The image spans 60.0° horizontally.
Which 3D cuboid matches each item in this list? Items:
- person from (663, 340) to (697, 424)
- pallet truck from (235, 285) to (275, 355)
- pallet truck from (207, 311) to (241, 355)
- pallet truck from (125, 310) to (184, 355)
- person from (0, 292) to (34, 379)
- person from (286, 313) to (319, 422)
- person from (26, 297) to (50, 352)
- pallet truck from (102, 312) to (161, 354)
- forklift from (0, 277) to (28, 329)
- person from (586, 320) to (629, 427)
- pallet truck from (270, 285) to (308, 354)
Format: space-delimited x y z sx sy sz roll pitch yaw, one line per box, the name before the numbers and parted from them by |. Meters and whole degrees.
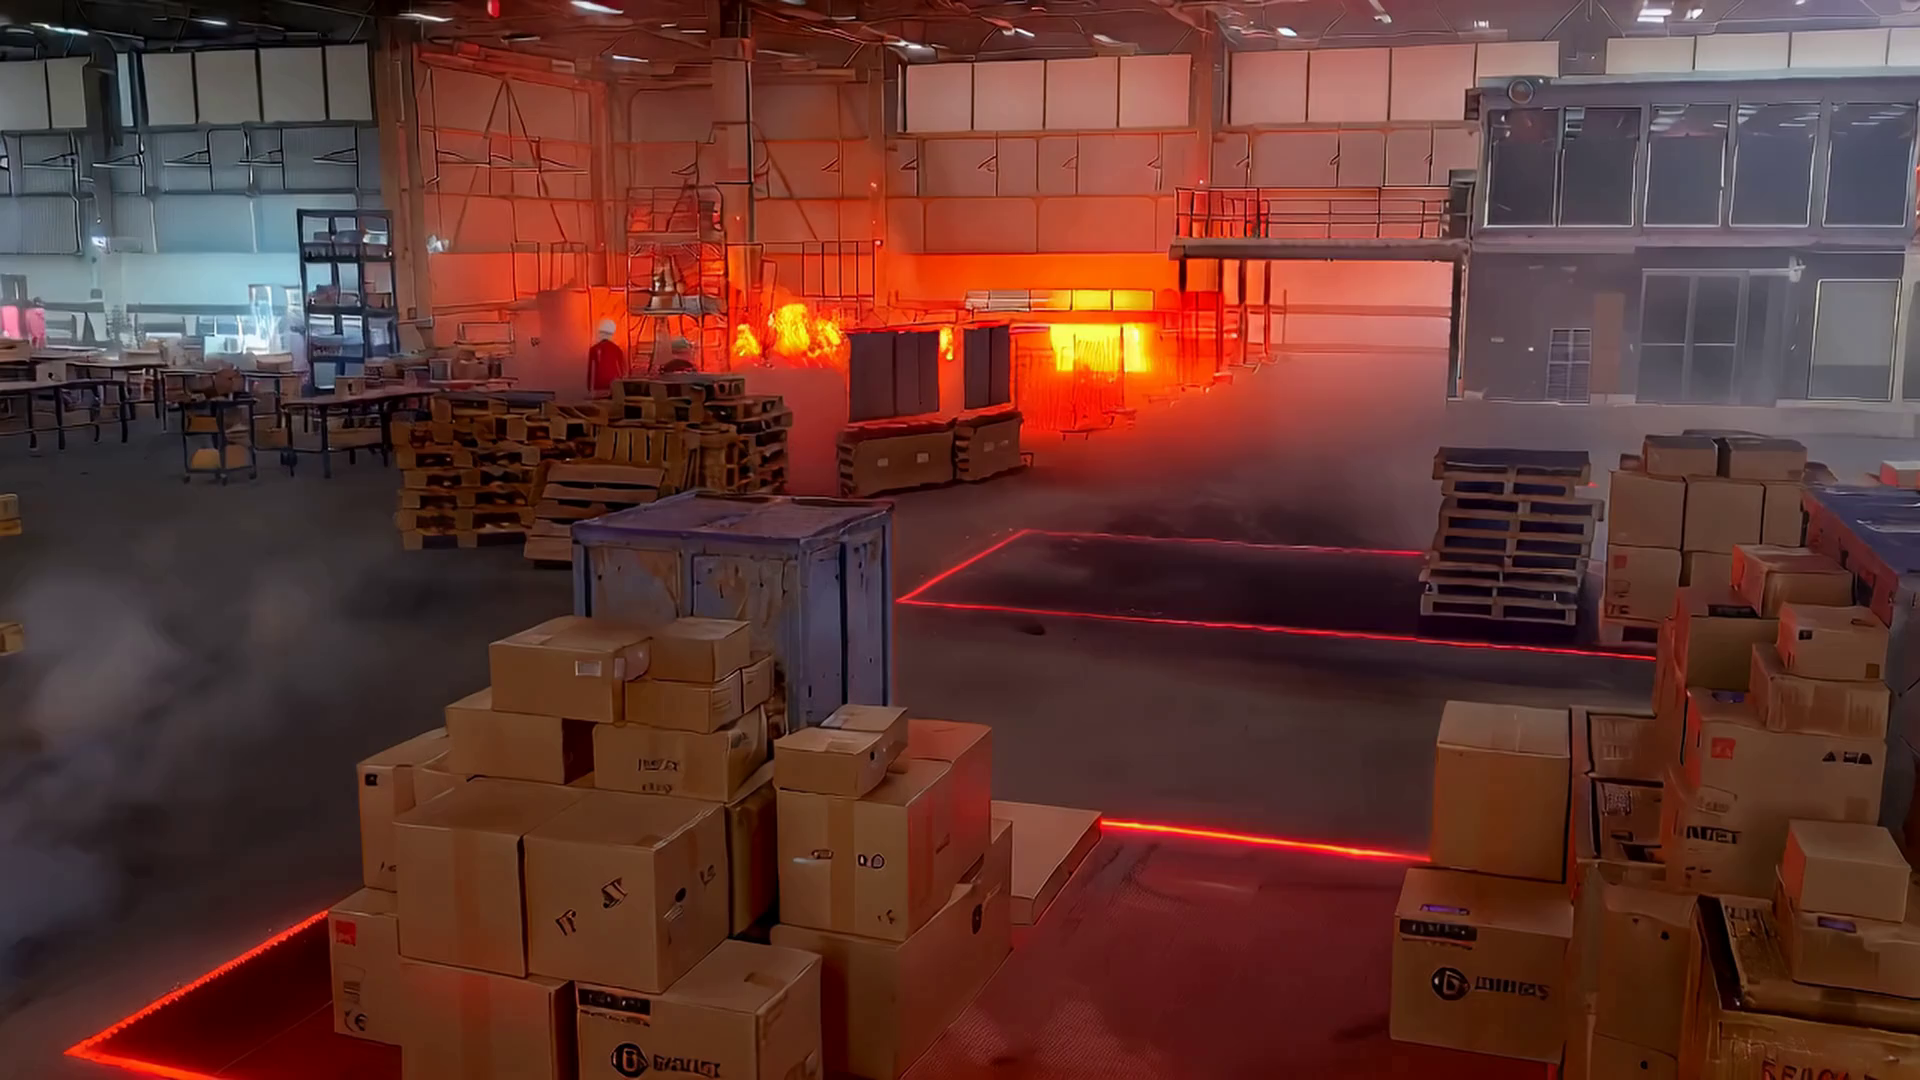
person | -3.856 -1.935 23.270 0.489 1.707 0.839 4 11 20
pallet truck | -18.327 -5.835 44.421 0.823 1.965 1.885 4 11 23
pallet truck | -19.537 -5.575 44.913 0.653 1.274 1.630 3 11 19
pallet truck | -22.038 -5.665 45.457 0.704 1.261 1.522 3 11 17
person | -21.041 -4.502 36.924 0.989 2.005 0.621 4 11 23
person | -11.336 -2.956 28.573 1.002 1.889 0.550 7 12 36
person | -22.696 -5.107 40.973 0.311 1.768 0.532 6 12 29
pallet truck | -23.057 -5.777 46.261 0.680 1.201 1.601 3 11 19
forklift | -27.151 -6.329 46.328 1.157 1.987 2.680 3 11 17
person | -5.147 -2.200 24.100 0.608 1.957 0.990 7 12 33
pallet truck | -17.147 -5.700 43.663 0.823 1.965 1.885 3 11 17
